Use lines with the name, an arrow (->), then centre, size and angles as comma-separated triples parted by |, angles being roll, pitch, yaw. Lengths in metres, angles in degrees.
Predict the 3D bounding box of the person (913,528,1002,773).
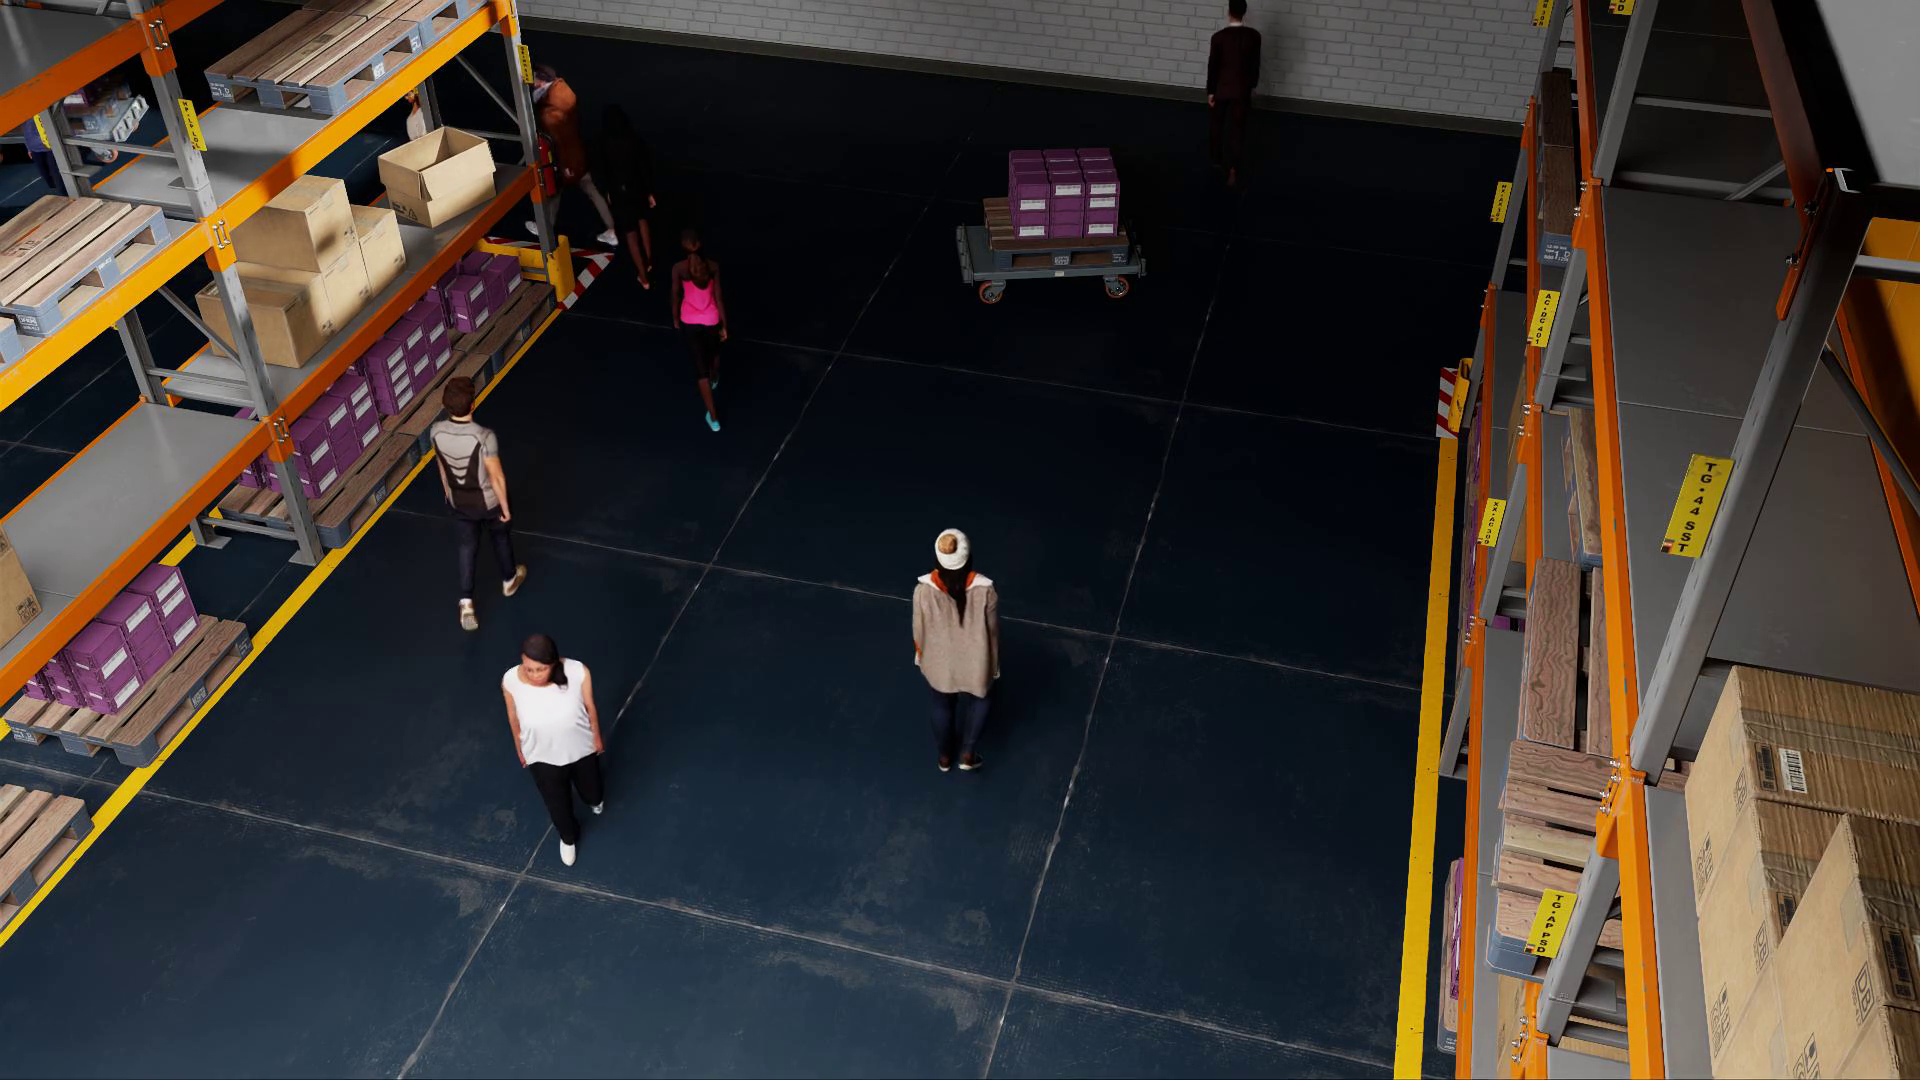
person -> -0.026, 0.729, 9.956 | 0.732, 1.877, 0.738 | 6, 39, 7

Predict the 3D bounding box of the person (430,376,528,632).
person -> -3.278, -0.225, 11.154 | 0.778, 1.872, 1.130 | 4, 39, 5

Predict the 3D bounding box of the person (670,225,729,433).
person -> -2.020, -1.626, 13.060 | 0.906, 1.683, 1.124 | -10, 40, -12

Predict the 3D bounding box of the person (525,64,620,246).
person -> -3.529, -3.472, 15.299 | 0.876, 1.775, 1.124 | 15, 41, 18

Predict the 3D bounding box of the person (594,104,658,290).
person -> -2.932, -3.006, 14.773 | 0.791, 1.704, 0.852 | -16, 41, -19

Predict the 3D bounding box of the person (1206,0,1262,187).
person -> 2.706, -4.427, 16.441 | 0.808, 1.842, 1.192 | 3, 39, 3

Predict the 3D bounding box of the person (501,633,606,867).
person -> -2.296, 1.139, 9.605 | 0.804, 1.674, 0.868 | -6, 39, -7
